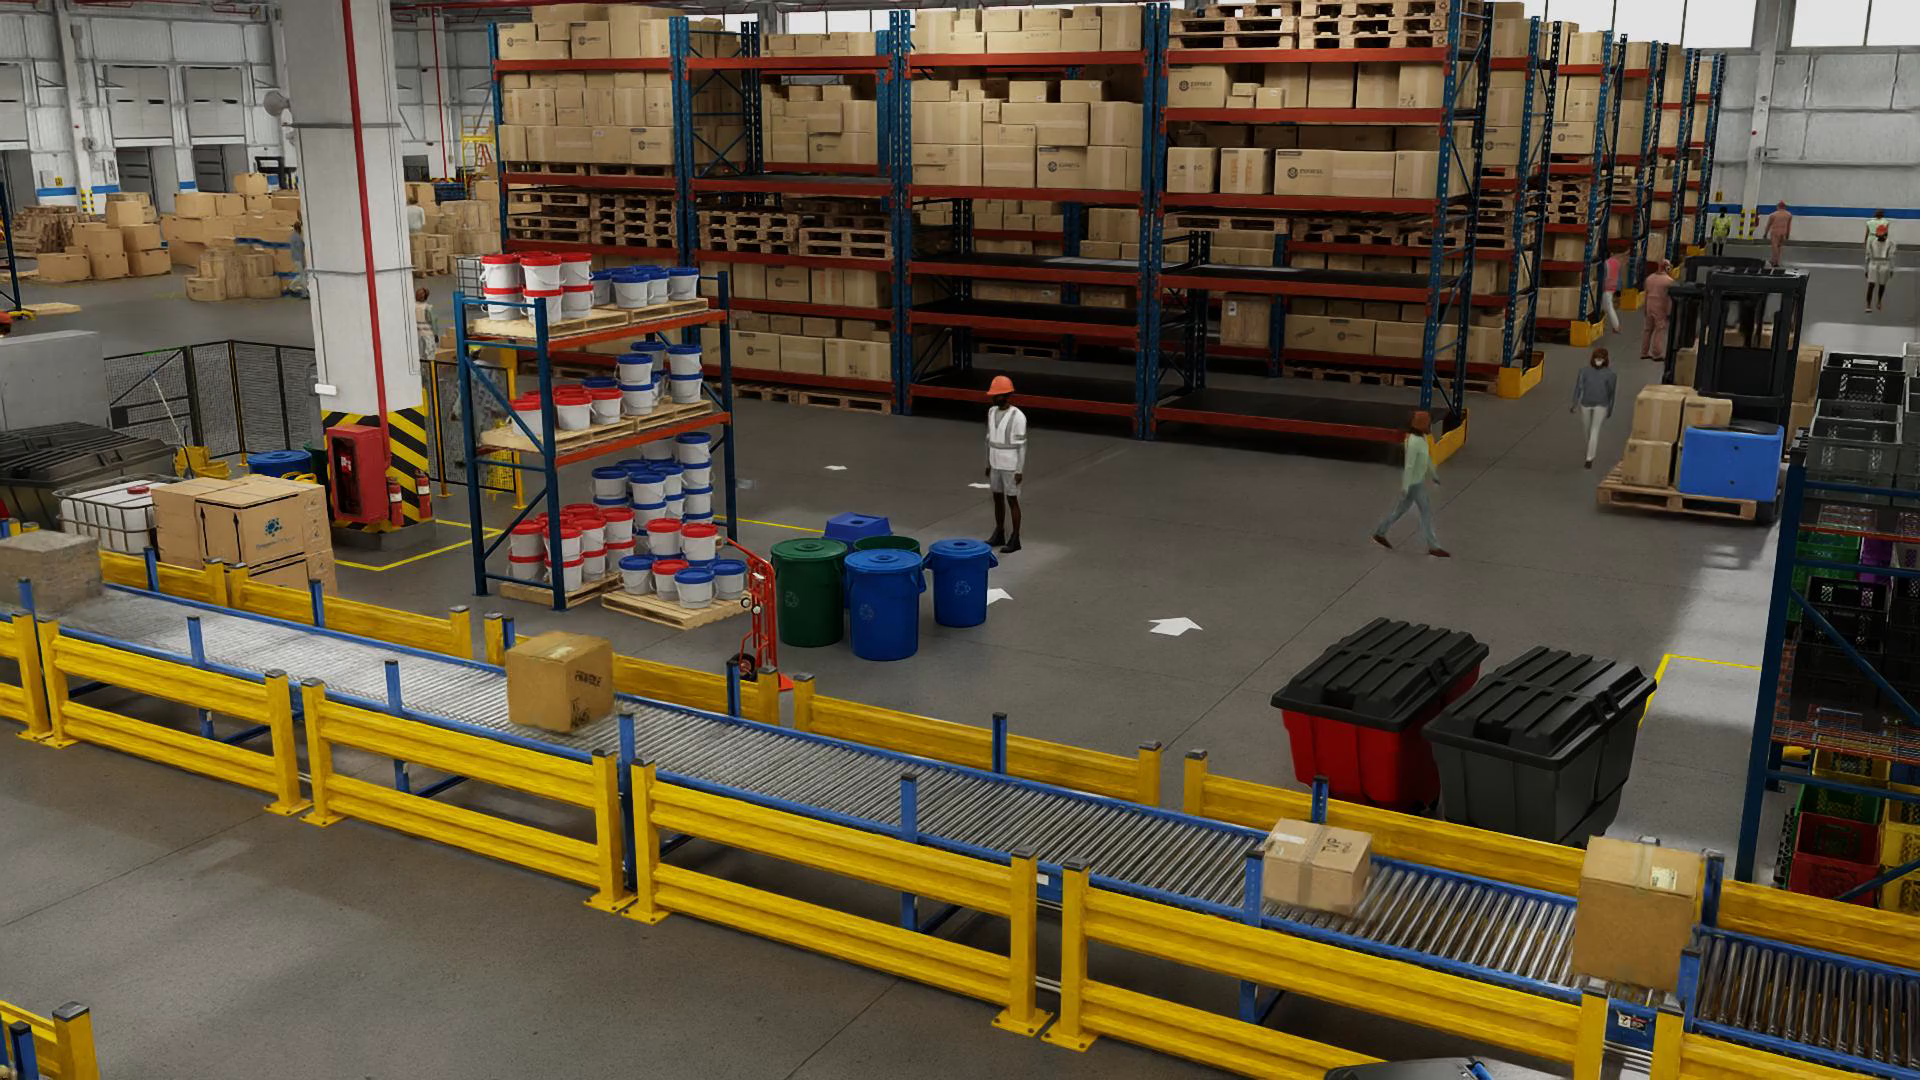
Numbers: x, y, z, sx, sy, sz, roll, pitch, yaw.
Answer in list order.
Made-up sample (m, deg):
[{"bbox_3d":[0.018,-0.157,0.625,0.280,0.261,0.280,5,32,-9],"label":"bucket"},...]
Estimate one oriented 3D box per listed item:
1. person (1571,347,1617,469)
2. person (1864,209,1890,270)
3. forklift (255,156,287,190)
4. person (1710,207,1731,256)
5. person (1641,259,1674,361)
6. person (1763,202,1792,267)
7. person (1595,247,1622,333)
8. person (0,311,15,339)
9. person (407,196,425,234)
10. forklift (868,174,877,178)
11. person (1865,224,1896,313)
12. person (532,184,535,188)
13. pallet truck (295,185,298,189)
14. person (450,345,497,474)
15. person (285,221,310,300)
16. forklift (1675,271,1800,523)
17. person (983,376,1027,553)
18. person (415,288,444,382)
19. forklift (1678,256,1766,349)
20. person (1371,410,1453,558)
[{"bbox_3d":[8.518,-1.803,22.327,0.504,1.597,0.829,10,18,33],"label":"person"},{"bbox_3d":[25.492,-8.292,46.296,0.575,1.827,0.768,11,19,36],"label":"person"},{"bbox_3d":[-24.235,-12.131,58.703,1.129,2.768,1.873,0,15,0],"label":"forklift"},{"bbox_3d":[22.574,-9.040,49.405,0.546,1.642,0.883,8,17,27],"label":"person"},{"bbox_3d":[13.099,-4.298,31.145,0.399,1.899,0.646,-7,16,-24],"label":"person"},{"bbox_3d":[23.913,-8.964,48.735,0.656,1.860,0.938,-1,15,-2],"label":"person"},{"bbox_3d":[13.608,-5.251,34.950,0.653,1.787,0.953,-11,18,-35],"label":"person"},{"bbox_3d":[-13.611,-2.306,23.652,0.555,1.905,0.922,12,19,38],"label":"person"},{"bbox_3d":[-16.538,-9.460,50.490,0.650,1.928,0.516,2,15,8],"label":"person"},{"bbox_3d":[-2.952,-11.669,56.966,1.873,2.768,1.129,-3,15,-11],"label":"forklift"},{"bbox_3d":[21.184,-6.271,38.339,0.619,2.018,0.830,9,17,30],"label":"person"},{"bbox_3d":[-16.972,-13.463,66.010,0.532,1.686,0.333,3,15,12],"label":"person"},{"bbox_3d":[-26.804,-14.617,69.738,1.885,1.965,0.823,-14,20,-42],"label":"pallet truck"},{"bbox_3d":[-6.327,-1.739,21.741,0.927,1.791,0.597,6,16,22],"label":"person"},{"bbox_3d":[-16.122,-6.790,40.469,0.538,1.922,0.630,-9,17,-30],"label":"person"},{"bbox_3d":[9.269,-1.763,19.726,1.129,2.768,1.873,8,17,27],"label":"forklift"},{"bbox_3d":[0.461,-0.819,17.985,0.375,1.935,0.551,-13,19,-40],"label":"person"},{"bbox_3d":[-9.240,-3.531,28.750,0.512,1.641,0.309,6,16,20],"label":"person"},{"bbox_3d":[9.835,-2.290,21.707,1.129,2.768,1.873,8,17,28],"label":"forklift"},{"bbox_3d":[4.909,-0.638,17.967,0.871,1.589,0.497,6,16,20],"label":"person"}]
